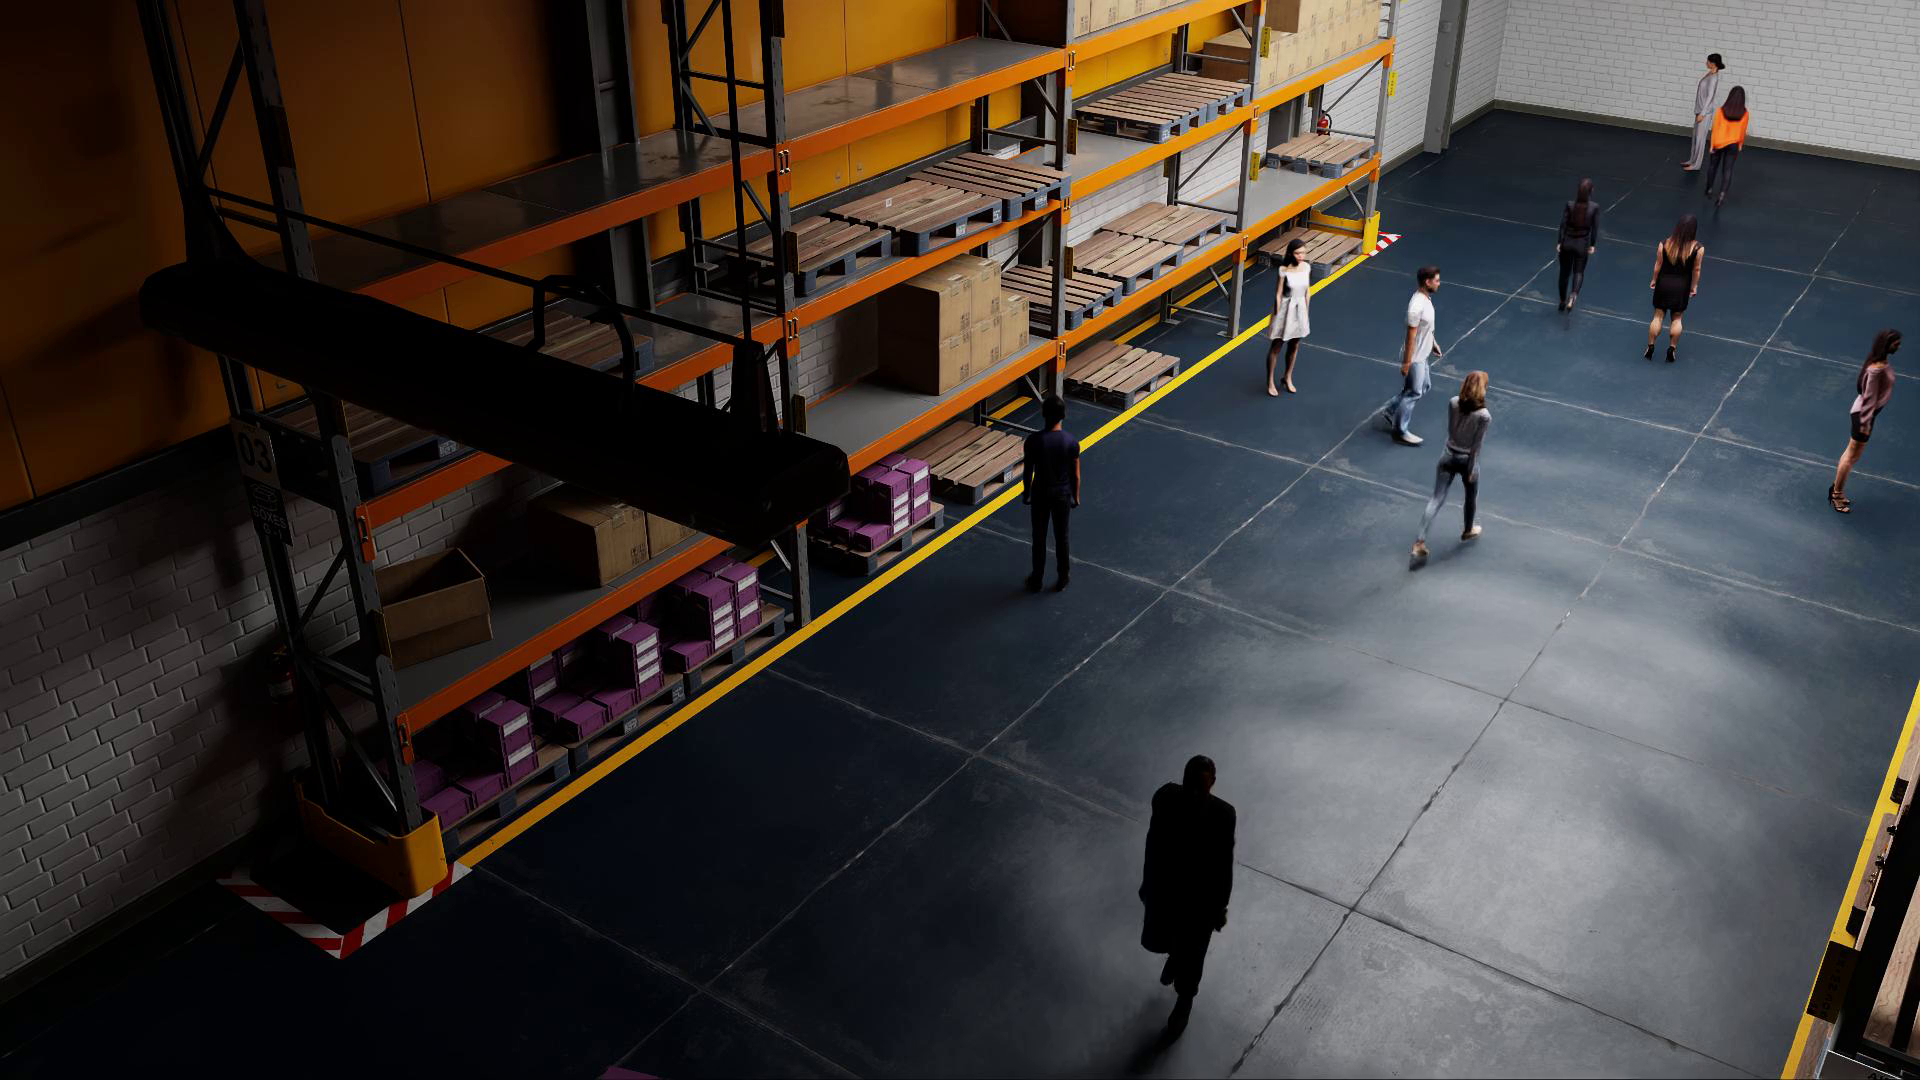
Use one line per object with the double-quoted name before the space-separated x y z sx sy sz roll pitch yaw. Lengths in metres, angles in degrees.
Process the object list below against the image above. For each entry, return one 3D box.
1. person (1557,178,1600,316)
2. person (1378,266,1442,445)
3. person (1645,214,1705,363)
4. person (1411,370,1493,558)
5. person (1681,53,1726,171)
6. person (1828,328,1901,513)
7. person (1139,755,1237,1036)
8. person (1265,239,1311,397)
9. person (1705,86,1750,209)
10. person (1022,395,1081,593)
"person" 7.403 -3.489 20.016 0.719 1.702 0.906 10 30 17
"person" 4.584 -1.911 16.982 0.828 1.837 0.785 14 32 24
"person" 8.079 -2.852 18.832 0.698 1.717 0.647 13 31 22
"person" 4.350 -0.634 14.736 1.268 1.745 0.801 -23 36 -35
"person" 11.495 -6.617 25.674 0.724 1.775 0.599 7 29 12
"person" 8.459 -1.132 15.581 0.685 1.811 0.475 16 33 27
"person" 1.350 1.999 9.756 0.769 1.893 0.854 14 32 24
"person" 3.547 -2.399 17.948 0.749 1.768 0.845 -12 31 -21
"person" 11.024 -5.610 23.900 0.875 1.706 1.189 7 29 13
"person" 0.775 -0.390 14.242 0.719 1.791 0.730 0 29 -1
